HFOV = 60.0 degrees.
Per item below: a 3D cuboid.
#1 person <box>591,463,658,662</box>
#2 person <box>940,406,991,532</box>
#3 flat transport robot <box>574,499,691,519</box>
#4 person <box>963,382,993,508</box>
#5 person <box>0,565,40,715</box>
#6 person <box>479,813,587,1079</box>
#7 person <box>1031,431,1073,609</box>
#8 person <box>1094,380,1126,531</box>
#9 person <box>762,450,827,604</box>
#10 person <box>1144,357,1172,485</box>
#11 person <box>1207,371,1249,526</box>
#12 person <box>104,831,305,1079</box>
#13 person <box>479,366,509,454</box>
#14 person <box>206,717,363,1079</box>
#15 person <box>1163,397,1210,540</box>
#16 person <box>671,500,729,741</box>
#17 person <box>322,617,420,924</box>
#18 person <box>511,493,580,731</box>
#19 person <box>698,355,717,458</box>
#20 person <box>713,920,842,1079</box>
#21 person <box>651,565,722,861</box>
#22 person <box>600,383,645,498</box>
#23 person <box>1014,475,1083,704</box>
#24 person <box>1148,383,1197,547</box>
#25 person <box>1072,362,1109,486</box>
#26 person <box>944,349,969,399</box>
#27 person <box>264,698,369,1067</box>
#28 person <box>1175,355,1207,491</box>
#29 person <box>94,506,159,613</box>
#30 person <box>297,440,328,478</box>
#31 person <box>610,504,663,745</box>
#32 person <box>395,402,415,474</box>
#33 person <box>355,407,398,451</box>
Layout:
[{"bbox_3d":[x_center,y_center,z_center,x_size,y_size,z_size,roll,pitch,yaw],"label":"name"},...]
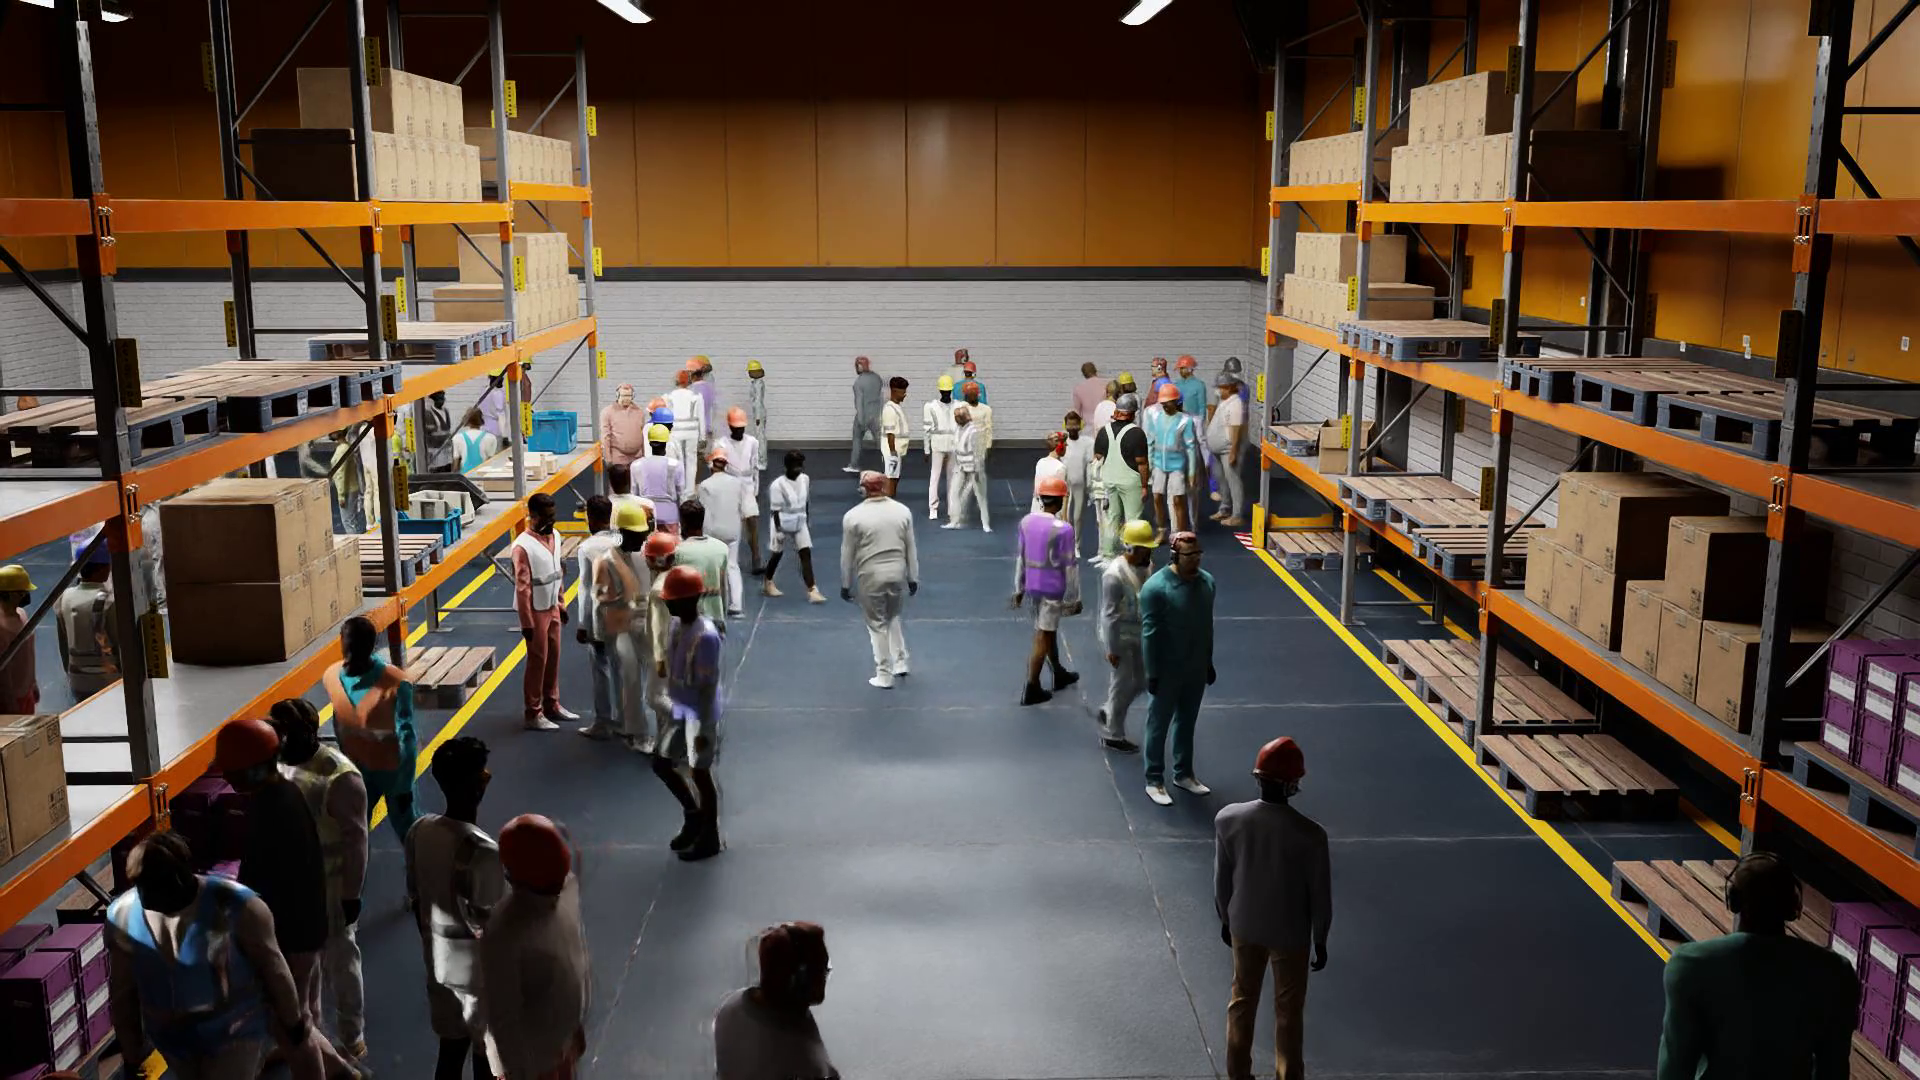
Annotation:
[{"bbox_3d":[-2.952,0.247,14.802,0.610,1.873,0.941,-2,11,-8],"label":"person"},{"bbox_3d":[0.101,-0.903,21.242,0.561,1.606,0.576,-8,14,-34],"label":"person"},{"bbox_3d":[-4.359,-0.426,22.223,1.431,0.197,0.652,1,11,7],"label":"flat transport robot"},{"bbox_3d":[0.168,-1.313,22.935,0.573,1.750,0.330,4,12,20],"label":"person"},{"bbox_3d":[-6.329,1.030,11.196,0.352,1.757,0.522,-3,12,-14],"label":"person"},{"bbox_3d":[-1.527,1.923,6.230,0.480,1.956,0.642,2,11,8],"label":"person"},{"bbox_3d":[0.940,-0.208,17.201,0.382,1.836,0.569,-4,12,-18],"label":"person"},{"bbox_3d":[1.937,-1.081,21.316,0.372,1.937,0.627,-5,12,-22],"label":"person"},{"bbox_3d":[-1.771,-0.152,17.430,0.586,1.625,0.913,-10,15,-41],"label":"person"},{"bbox_3d":[2.961,-1.775,24.872,0.409,1.909,0.639,1,11,7],"label":"person"},{"bbox_3d":[3.493,-1.214,21.720,0.543,2.000,0.694,0,11,-2],"label":"person"},{"bbox_3d":[-2.982,1.945,6.591,0.657,1.767,0.995,0,11,2],"label":"person"},{"bbox_3d":[-6.614,-1.563,23.761,0.386,1.922,0.594,-11,16,-44],"label":"person"},{"bbox_3d":[-2.965,1.711,7.221,0.429,1.967,0.614,-5,12,-24],"label":"person"},{"bbox_3d":[2.810,-0.951,20.821,0.709,1.884,0.987,4,12,17],"label":"person"},{"bbox_3d":[-2.007,0.638,12.778,0.409,1.906,0.605,9,14,37],"label":"person"},{"bbox_3d":[-3.337,1.321,9.462,0.625,1.863,1.003,3,12,16],"label":"person"},{"bbox_3d":[-3.320,0.563,13.158,0.404,1.908,0.596,3,12,14],"label":"person"},{"bbox_3d":[-4.149,-2.146,27.168,0.337,1.735,0.490,-6,13,-27],"label":"person"},{"bbox_3d":[-0.532,2.119,5.477,0.999,1.855,0.640,-8,14,-34],"label":"person"},{"bbox_3d":[-1.711,1.092,10.469,0.440,1.917,0.559,-8,14,-35],"label":"person"},{"bbox_3d":[-4.275,-1.065,21.329,0.639,1.902,0.406,-9,14,-37],"label":"person"},{"bbox_3d":[0.824,0.394,13.984,0.884,1.902,0.578,-11,15,-43],"label":"person"},{"bbox_3d":[2.546,-0.882,20.096,0.635,2.028,0.429,9,14,37],"label":"person"},{"bbox_3d":[2.029,-1.633,24.220,0.798,1.900,0.397,3,12,14],"label":"person"},{"bbox_3d":[0.027,-2.075,26.371,0.401,1.910,0.640,-8,14,-36],"label":"person"},{"bbox_3d":[-3.104,1.640,7.912,0.633,1.841,0.429,5,12,24],"label":"person"},{"bbox_3d":[3.327,-1.718,24.365,0.395,1.992,0.622,-9,14,-38],"label":"person"},{"bbox_3d":[-6.964,0.419,13.877,0.594,1.903,0.579,5,12,22],"label":"person"},{"bbox_3d":[-9.498,-1.503,24.223,0.420,1.622,0.532,-9,14,-37],"label":"person"},{"bbox_3d":[-2.422,0.652,12.753,0.574,1.887,0.355,2,11,8],"label":"person"},{"bbox_3d":[-7.398,-1.215,22.156,0.329,1.872,0.508,-6,13,-26],"label":"person"},{"bbox_3d":[-7.917,-1.460,22.951,0.711,2.000,0.691,5,13,25],"label":"person"}]
